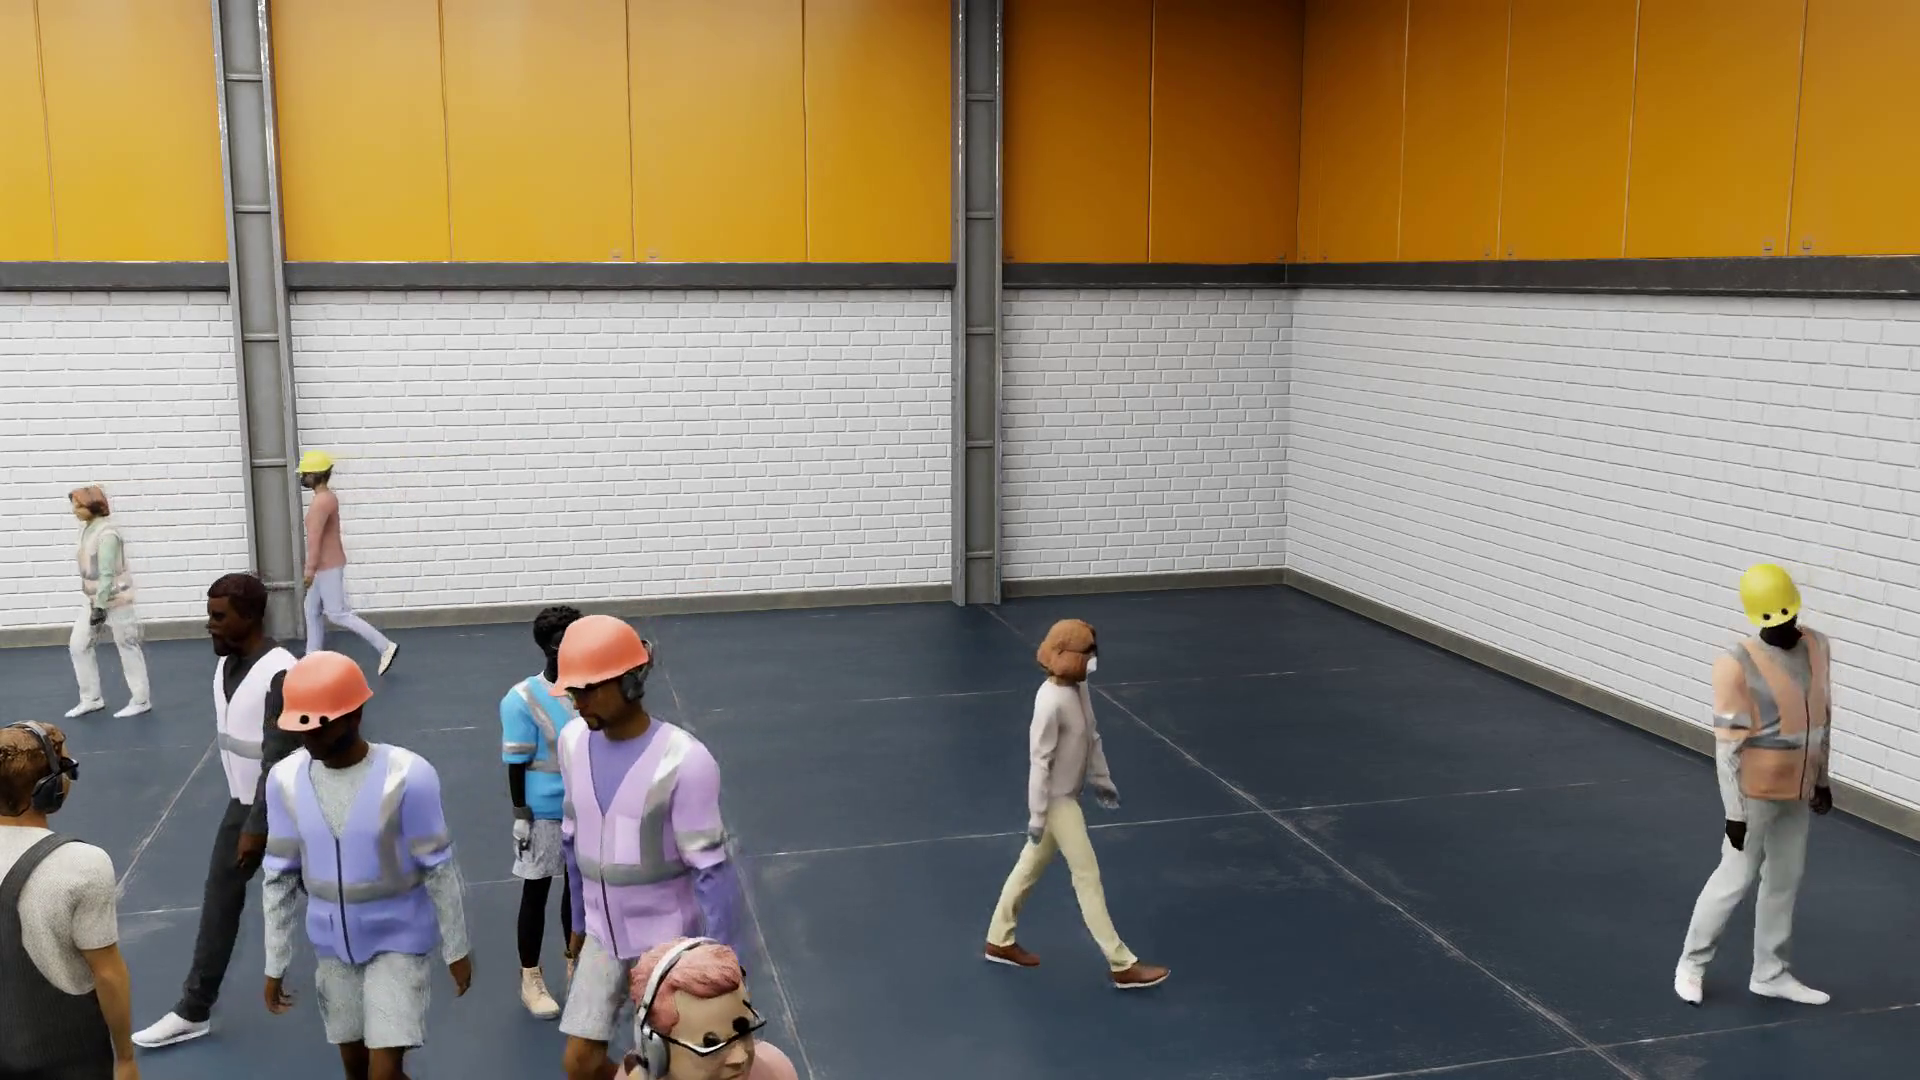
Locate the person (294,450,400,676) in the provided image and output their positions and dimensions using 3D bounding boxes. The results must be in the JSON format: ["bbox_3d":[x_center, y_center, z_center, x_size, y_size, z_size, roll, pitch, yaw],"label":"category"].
[{"bbox_3d":[-4.666,0.184,12.436,0.797,1.738,0.531,-3,9,-16],"label":"person"}]

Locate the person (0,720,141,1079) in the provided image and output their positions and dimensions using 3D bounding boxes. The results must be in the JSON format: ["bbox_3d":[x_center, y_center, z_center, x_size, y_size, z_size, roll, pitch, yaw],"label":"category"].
[{"bbox_3d":[-2.490,1.397,4.528,0.508,1.844,0.332,1,9,6],"label":"person"}]

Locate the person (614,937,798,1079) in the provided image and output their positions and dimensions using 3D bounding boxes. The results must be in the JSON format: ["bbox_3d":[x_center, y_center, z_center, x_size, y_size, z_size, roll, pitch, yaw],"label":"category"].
[{"bbox_3d":[-0.432,1.620,3.013,0.480,1.882,0.671,6,11,34],"label":"person"}]

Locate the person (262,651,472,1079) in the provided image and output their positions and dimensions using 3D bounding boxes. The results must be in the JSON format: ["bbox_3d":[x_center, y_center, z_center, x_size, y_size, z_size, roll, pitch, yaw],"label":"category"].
[{"bbox_3d":[-1.850,1.264,5.167,0.597,1.909,0.551,1,9,7],"label":"person"}]

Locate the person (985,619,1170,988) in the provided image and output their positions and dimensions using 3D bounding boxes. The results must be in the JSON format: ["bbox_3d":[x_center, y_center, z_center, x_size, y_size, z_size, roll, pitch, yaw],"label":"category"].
[{"bbox_3d":[0.479,1.111,7.102,0.850,1.585,0.514,3,9,16],"label":"person"}]

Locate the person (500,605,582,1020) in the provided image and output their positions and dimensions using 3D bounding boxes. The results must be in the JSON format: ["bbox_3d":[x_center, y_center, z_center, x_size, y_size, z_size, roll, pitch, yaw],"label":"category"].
[{"bbox_3d":[-1.640,1.096,6.862,0.318,1.698,0.539,7,11,36],"label":"person"}]

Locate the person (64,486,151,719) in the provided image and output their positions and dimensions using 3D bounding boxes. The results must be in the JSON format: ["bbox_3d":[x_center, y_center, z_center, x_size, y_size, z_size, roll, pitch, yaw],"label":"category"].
[{"bbox_3d":[-5.818,0.438,11.248,0.512,1.612,0.643,7,12,38],"label":"person"}]

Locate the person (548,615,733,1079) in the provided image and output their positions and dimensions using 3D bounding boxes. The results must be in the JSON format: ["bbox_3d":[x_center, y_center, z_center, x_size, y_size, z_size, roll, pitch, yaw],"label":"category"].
[{"bbox_3d":[-0.963,1.217,5.116,0.746,2.014,0.508,5,10,29],"label":"person"}]

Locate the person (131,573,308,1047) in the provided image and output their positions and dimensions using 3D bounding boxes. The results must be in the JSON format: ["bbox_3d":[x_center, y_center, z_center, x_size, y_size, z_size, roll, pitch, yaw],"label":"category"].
[{"bbox_3d":[-2.793,1.047,6.684,0.604,1.863,1.027,7,12,39],"label":"person"}]

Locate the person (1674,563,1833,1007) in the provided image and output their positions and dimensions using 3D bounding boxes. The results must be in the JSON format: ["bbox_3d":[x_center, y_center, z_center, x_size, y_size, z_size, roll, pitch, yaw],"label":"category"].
[{"bbox_3d":[3.299,1.006,6.869,0.675,1.885,0.492,-5,10,-27],"label":"person"}]
